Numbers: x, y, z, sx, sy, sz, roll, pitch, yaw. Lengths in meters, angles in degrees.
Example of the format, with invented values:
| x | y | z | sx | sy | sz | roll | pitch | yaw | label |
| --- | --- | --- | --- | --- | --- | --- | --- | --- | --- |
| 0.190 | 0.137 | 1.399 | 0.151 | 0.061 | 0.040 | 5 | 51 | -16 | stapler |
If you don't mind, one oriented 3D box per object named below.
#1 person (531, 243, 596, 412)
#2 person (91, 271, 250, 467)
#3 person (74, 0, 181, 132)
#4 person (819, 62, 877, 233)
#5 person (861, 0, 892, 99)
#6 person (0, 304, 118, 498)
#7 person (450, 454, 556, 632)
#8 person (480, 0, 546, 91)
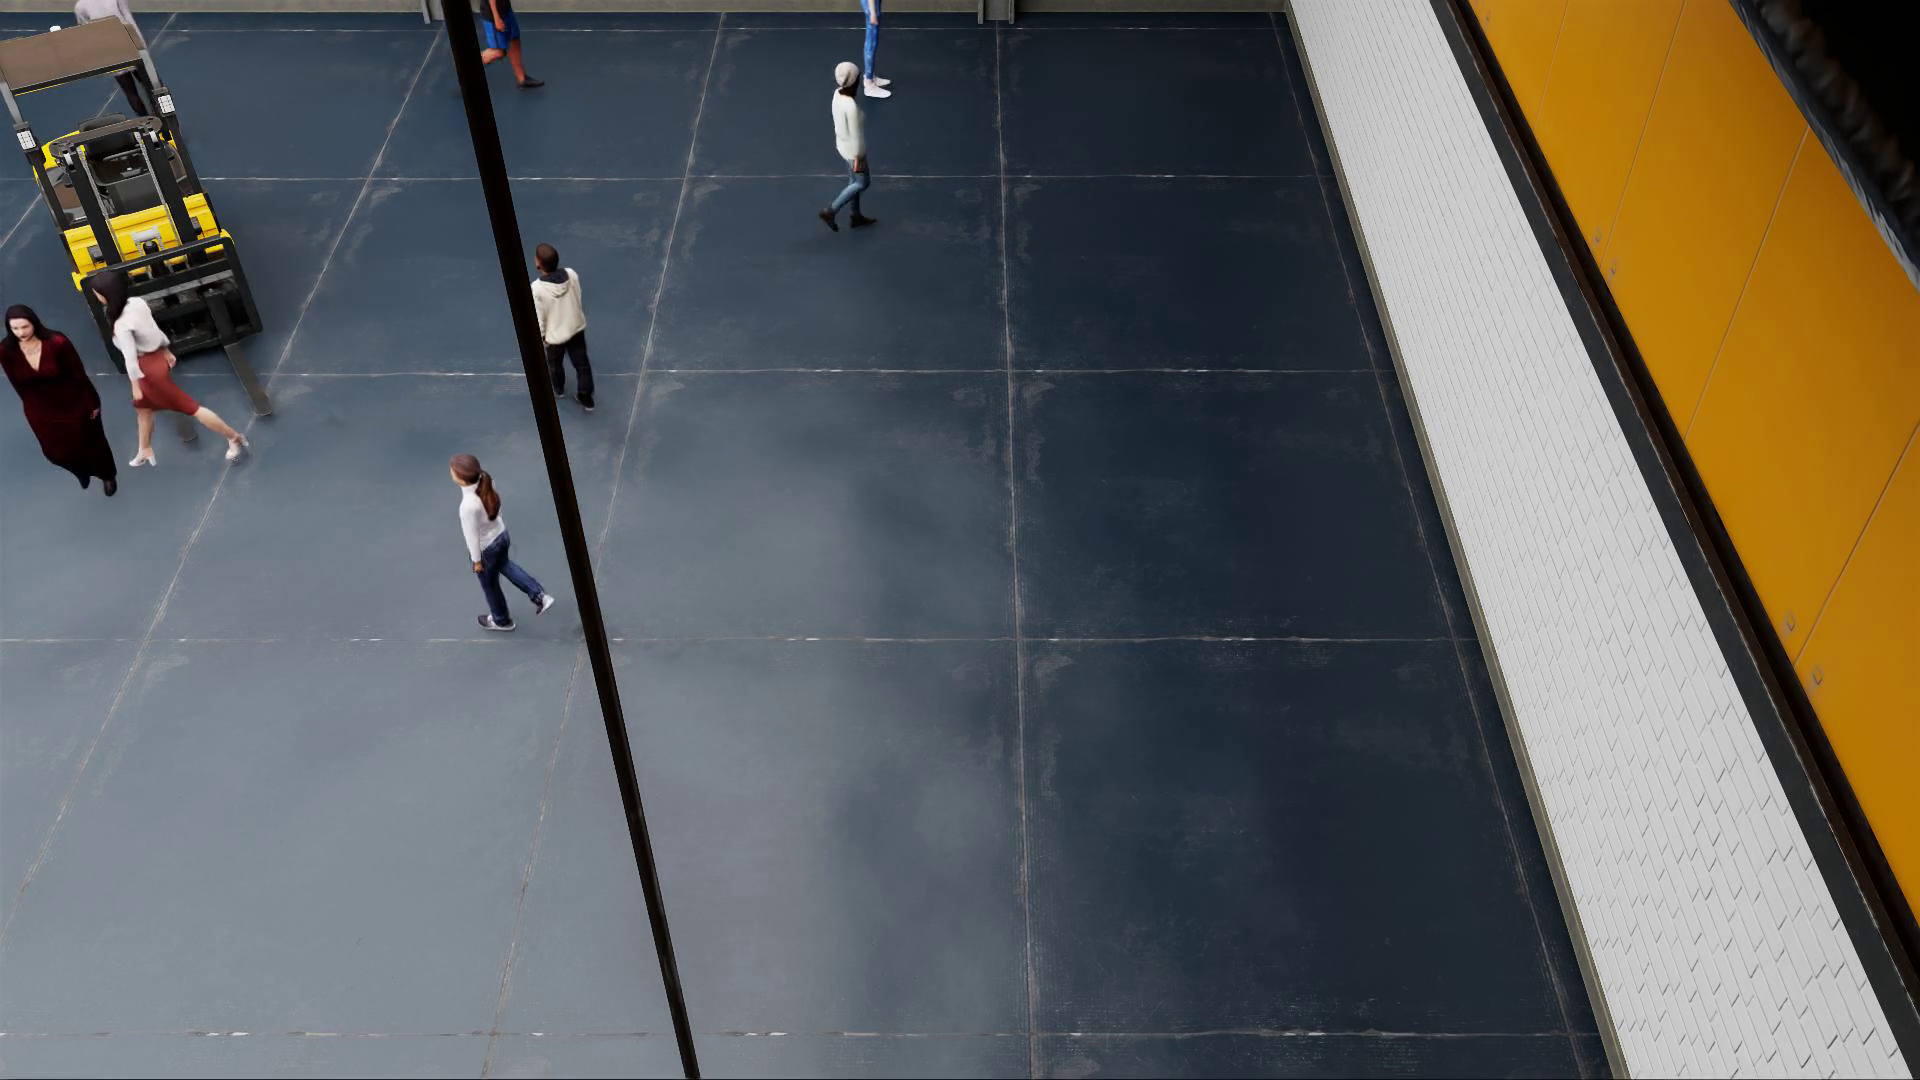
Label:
| x | y | z | sx | sy | sz | roll | pitch | yaw | label |
| --- | --- | --- | --- | --- | --- | --- | --- | --- | --- |
| -3.019 | -1.599 | 12.787 | 0.823 | 1.438 | 0.851 | -23 | 48 | -23 | person |
| -5.798 | -1.201 | 12.178 | 1.163 | 1.703 | 0.778 | -9 | 44 | -9 | person |
| -7.854 | -4.537 | 15.651 | 0.754 | 1.743 | 0.856 | -13 | 45 | -14 | person |
| -1.021 | -3.401 | 14.537 | 0.900 | 1.634 | 0.771 | -19 | 47 | -19 | person |
| -0.858 | -5.253 | 16.372 | 0.551 | 1.785 | 0.547 | 0 | 44 | 0 | person |
| -6.465 | -1.041 | 11.983 | 0.689 | 1.740 | 0.809 | -13 | 45 | -14 | person |
| -3.039 | 0.039 | 10.989 | 0.849 | 1.548 | 0.659 | 12 | 45 | 12 | person |
| -4.630 | -5.196 | 16.316 | 1.002 | 1.779 | 0.603 | 0 | 44 | 0 | person |
